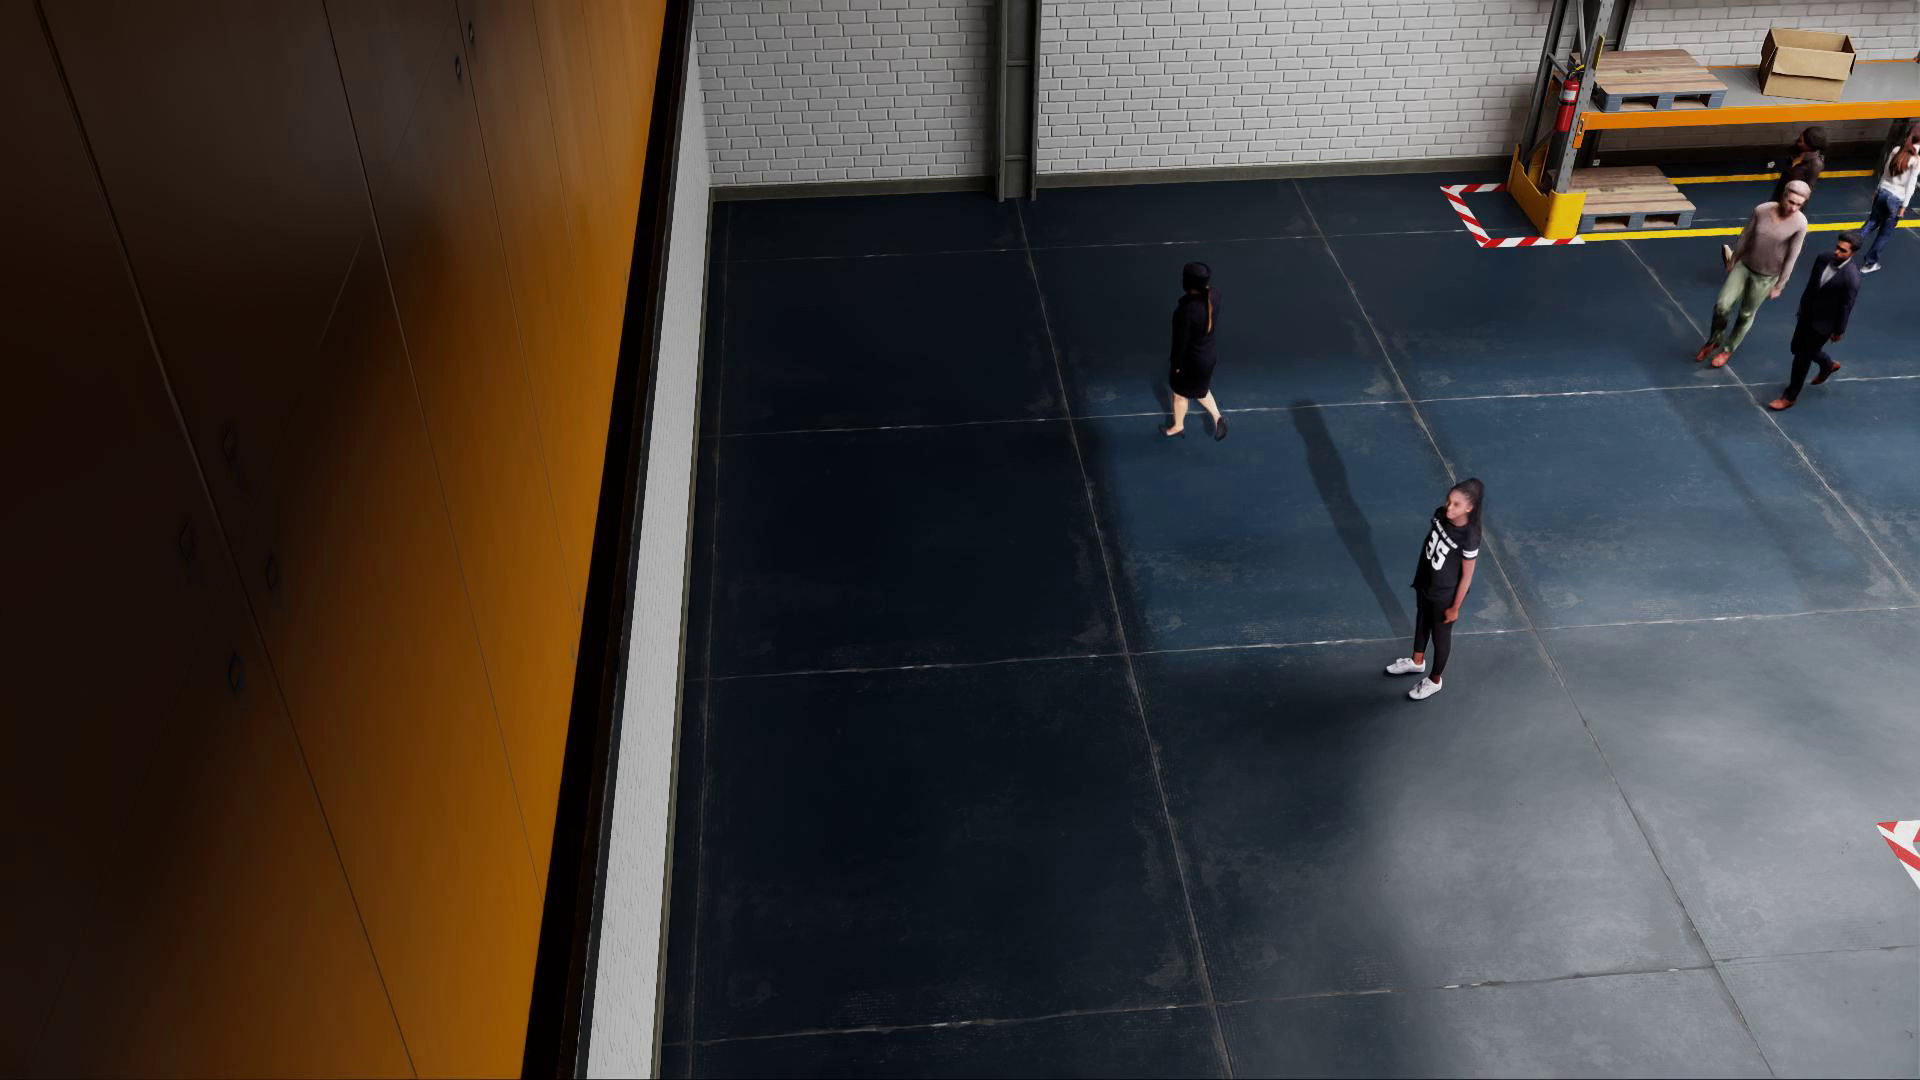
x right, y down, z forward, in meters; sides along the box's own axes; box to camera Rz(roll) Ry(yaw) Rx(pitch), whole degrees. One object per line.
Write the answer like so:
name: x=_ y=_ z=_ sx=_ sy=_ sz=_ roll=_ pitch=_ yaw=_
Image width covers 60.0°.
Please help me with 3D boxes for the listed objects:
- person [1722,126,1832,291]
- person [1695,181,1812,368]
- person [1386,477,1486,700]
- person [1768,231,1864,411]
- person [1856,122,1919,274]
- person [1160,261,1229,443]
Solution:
person: x=7.604 y=-3.059 z=15.479 sx=0.648 sy=1.654 sz=0.922 roll=-4 pitch=39 yaw=-4
person: x=6.946 y=-2.324 z=14.409 sx=0.878 sy=1.841 sz=0.831 roll=-29 pitch=47 yaw=-31
person: x=3.232 y=0.324 z=11.185 sx=0.654 sy=1.727 sz=0.673 roll=-13 pitch=40 yaw=-16
person: x=7.269 y=-1.856 z=13.934 sx=0.983 sy=1.702 sz=0.770 roll=-7 pitch=39 yaw=-8
person: x=8.755 y=-3.212 z=15.758 sx=0.842 sy=1.544 sz=0.693 roll=-18 pitch=42 yaw=-21
person: x=1.950 y=-1.456 z=13.470 sx=1.023 sy=1.657 sz=0.972 roll=31 pitch=48 yaw=33
